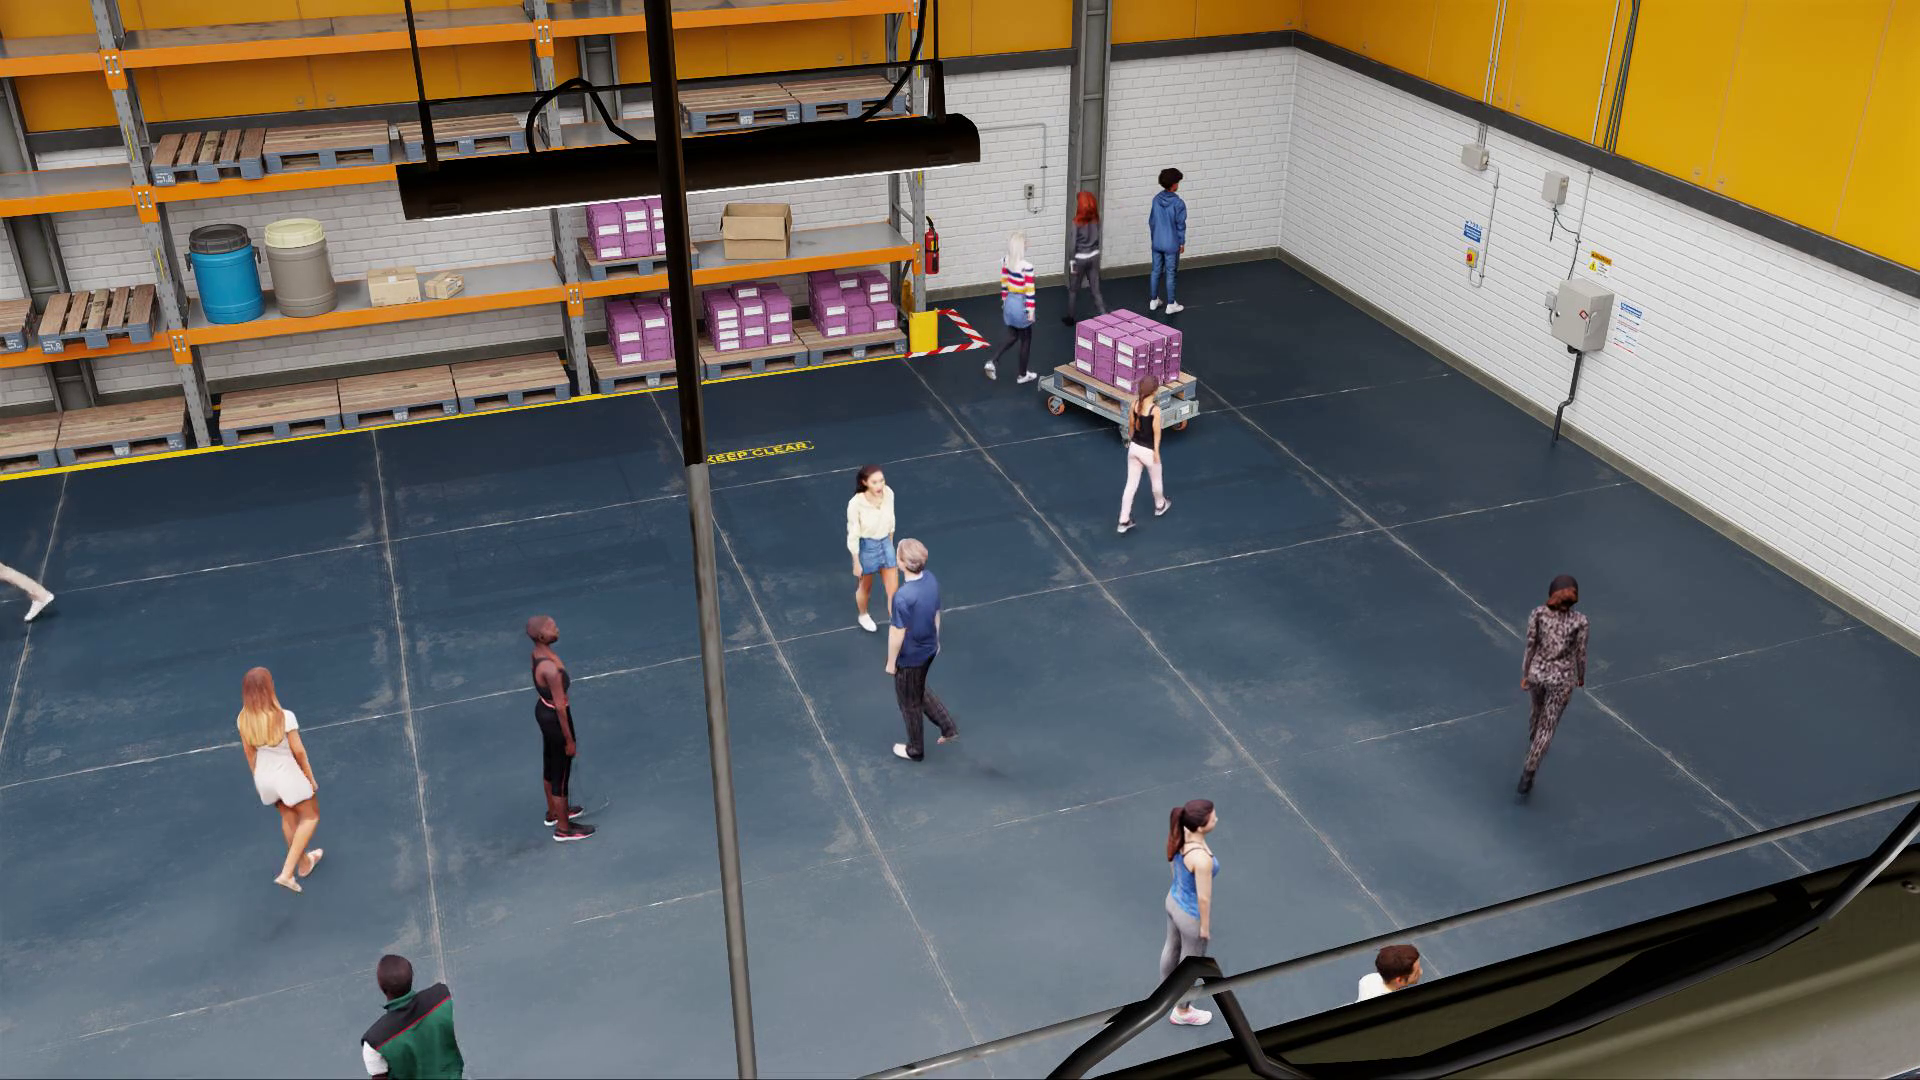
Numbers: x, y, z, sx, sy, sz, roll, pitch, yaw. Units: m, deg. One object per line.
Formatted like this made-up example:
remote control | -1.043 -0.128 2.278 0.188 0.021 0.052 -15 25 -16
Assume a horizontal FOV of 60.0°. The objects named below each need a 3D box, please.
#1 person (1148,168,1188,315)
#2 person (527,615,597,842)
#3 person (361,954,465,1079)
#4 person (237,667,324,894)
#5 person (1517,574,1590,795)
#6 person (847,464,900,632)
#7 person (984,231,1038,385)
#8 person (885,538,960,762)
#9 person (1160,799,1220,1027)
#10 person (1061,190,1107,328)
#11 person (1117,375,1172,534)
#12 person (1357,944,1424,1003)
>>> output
person | 2.575 -3.727 20.709 0.756 1.803 0.748 22 36 35
person | -2.828 1.284 11.569 0.566 1.758 0.606 -15 32 -25
person | -2.706 2.894 8.561 1.010 1.812 1.072 25 38 38
person | -4.515 1.629 11.012 0.888 1.685 0.870 4 29 8
person | 4.269 1.067 12.056 1.048 1.672 1.180 15 32 26
person | -0.772 0.070 13.953 0.945 1.605 0.867 -18 33 -30
person | 0.589 -2.563 18.581 1.005 1.796 0.832 -21 35 -33
person | -0.247 0.859 12.243 0.912 1.857 0.851 15 32 26
person | 1.378 2.218 10.011 0.515 1.608 0.560 -9 30 -17
person | 1.546 -3.327 20.018 0.967 1.761 0.706 -13 31 -23
person | 1.685 -0.783 15.605 0.895 1.521 1.080 20 35 32
person | 2.050 2.864 8.605 1.334 1.821 0.982 0 29 0
